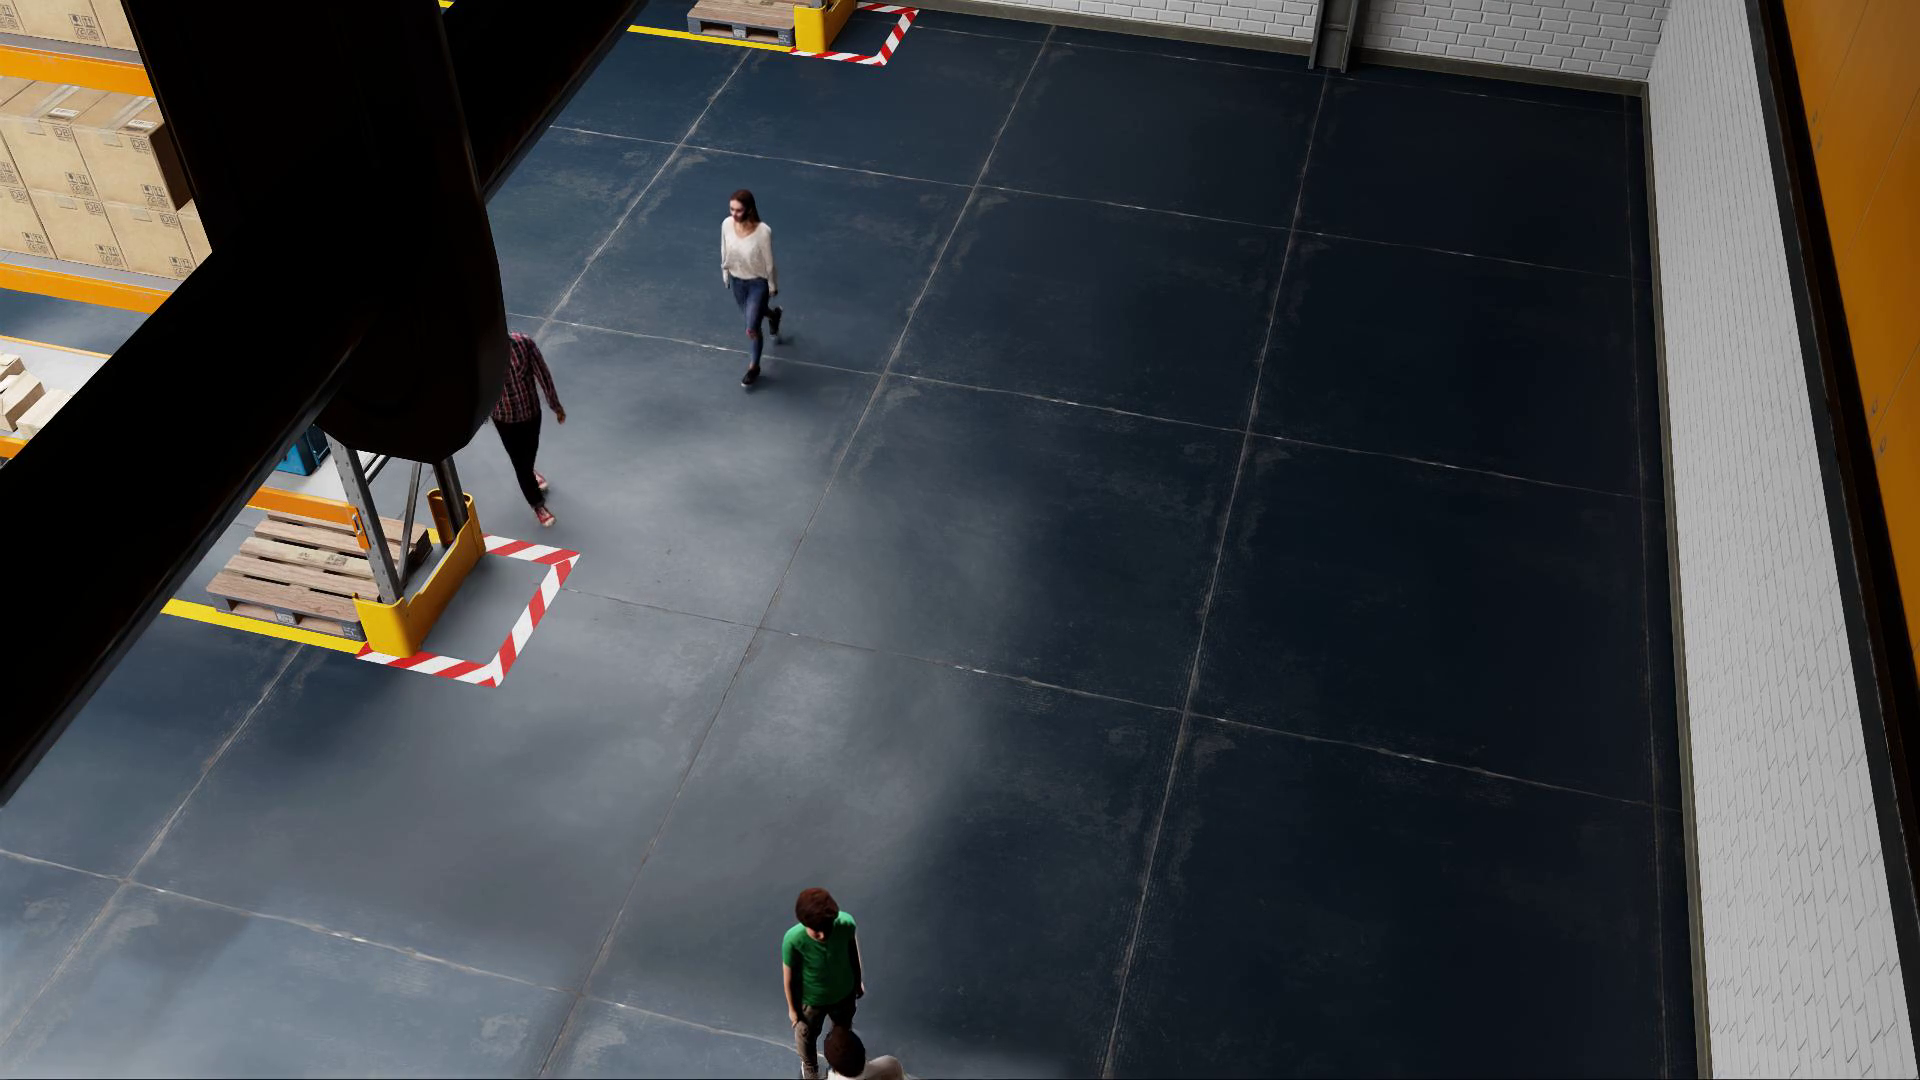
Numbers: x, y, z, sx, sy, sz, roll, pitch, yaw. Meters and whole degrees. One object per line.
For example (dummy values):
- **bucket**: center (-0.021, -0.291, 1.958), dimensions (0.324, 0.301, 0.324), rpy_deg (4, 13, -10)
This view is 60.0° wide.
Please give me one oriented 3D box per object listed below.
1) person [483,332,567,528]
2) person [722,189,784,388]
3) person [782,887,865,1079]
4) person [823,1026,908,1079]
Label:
- **person**: center (-3.259, -1.001, 12.076), dimensions (1.079, 1.724, 1.171), rpy_deg (-27, 50, -26)
- **person**: center (-1.630, -2.081, 13.248), dimensions (1.013, 1.670, 0.800), rpy_deg (17, 46, 17)
- **person**: center (-0.715, 2.318, 8.645), dimensions (0.649, 1.651, 0.716), rpy_deg (-20, 47, -20)
- **person**: center (-0.419, 2.885, 7.900), dimensions (0.796, 1.858, 0.936), rpy_deg (-9, 44, -10)
